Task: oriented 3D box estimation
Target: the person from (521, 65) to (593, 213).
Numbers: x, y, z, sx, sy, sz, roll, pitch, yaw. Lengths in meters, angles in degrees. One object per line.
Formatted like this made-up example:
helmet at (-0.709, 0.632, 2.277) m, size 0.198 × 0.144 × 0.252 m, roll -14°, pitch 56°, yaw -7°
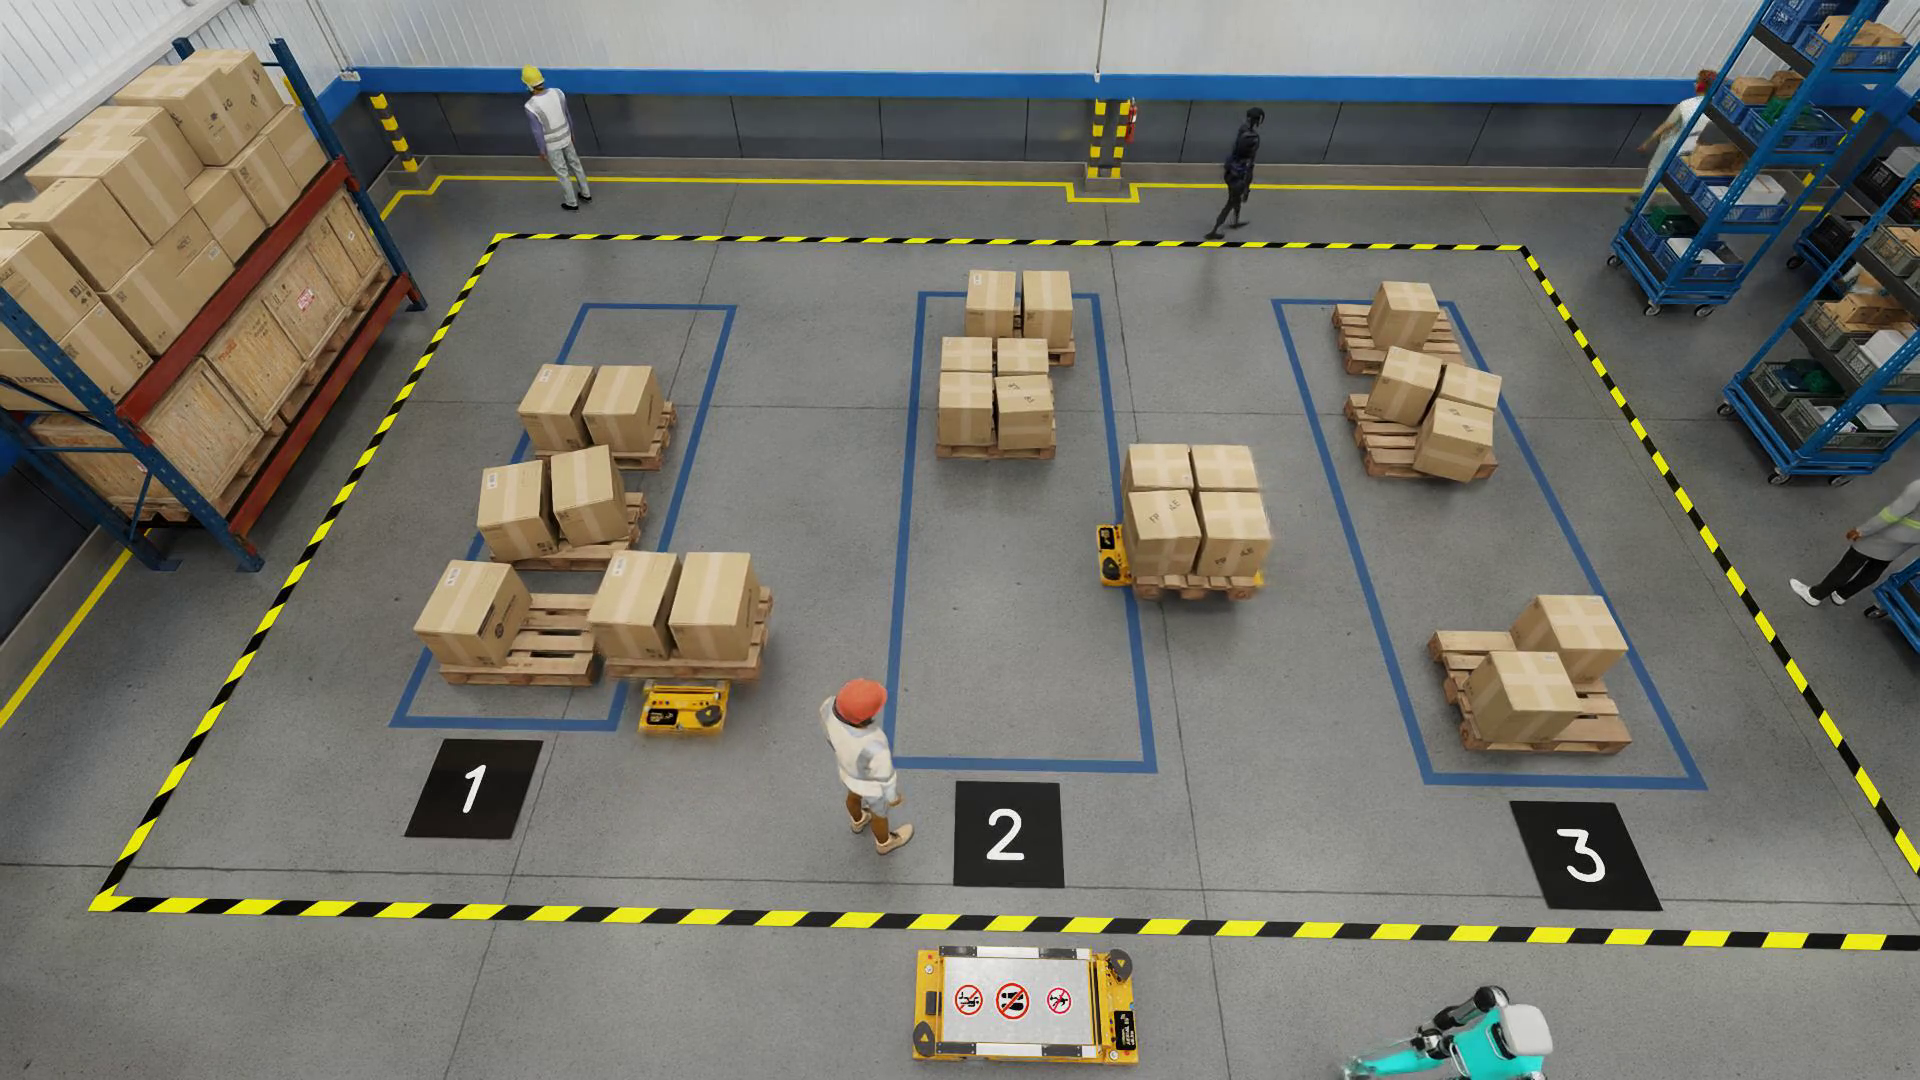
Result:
person at (-5.124, -5.067, 11.605) m, size 0.404 × 1.837 × 0.586 m, roll 24°, pitch 55°, yaw 18°

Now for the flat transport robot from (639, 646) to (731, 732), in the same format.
flat transport robot at (-2.216, 0.922, 7.716) m, size 0.652 × 0.197 × 1.431 m, roll 1°, pitch 51°, yaw 1°

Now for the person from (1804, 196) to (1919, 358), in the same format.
person at (9.682, -2.859, 9.766) m, size 0.567 × 1.894 × 0.897 m, roll -1°, pitch 51°, yaw -1°

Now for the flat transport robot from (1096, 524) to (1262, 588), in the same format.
flat transport robot at (1.993, 0.111, 8.377) m, size 1.431 × 0.197 × 0.652 m, roll 1°, pitch 51°, yaw 1°

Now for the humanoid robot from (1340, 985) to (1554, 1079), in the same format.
humanoid robot at (2.534, 3.002, 5.131) m, size 0.783 × 1.839 × 0.562 m, roll -5°, pitch 51°, yaw -4°

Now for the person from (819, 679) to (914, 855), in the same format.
person at (-0.612, 1.514, 6.108) m, size 0.389 × 2.044 × 0.607 m, roll -37°, pitch 60°, yaw -26°

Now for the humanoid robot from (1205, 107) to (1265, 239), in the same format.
humanoid robot at (3.472, -4.477, 11.233) m, size 0.656 × 1.636 × 0.611 m, roll -7°, pitch 51°, yaw -6°

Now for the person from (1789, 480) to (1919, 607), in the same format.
person at (7.691, -0.101, 7.550) m, size 0.587 × 1.847 × 0.400 m, roll 1°, pitch 51°, yaw 1°

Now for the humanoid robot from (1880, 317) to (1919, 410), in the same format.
humanoid robot at (9.329, -1.794, 9.070) m, size 0.610 × 1.629 × 0.757 m, roll 6°, pitch 51°, yaw 5°

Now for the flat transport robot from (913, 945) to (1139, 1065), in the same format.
flat transport robot at (0.422, 3.041, 6.007) m, size 1.431 × 0.231 × 0.659 m, roll 1°, pitch 51°, yaw 1°

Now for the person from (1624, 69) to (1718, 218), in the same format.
person at (8.908, -4.991, 11.555) m, size 0.573 × 1.821 × 0.625 m, roll -13°, pitch 52°, yaw -10°
